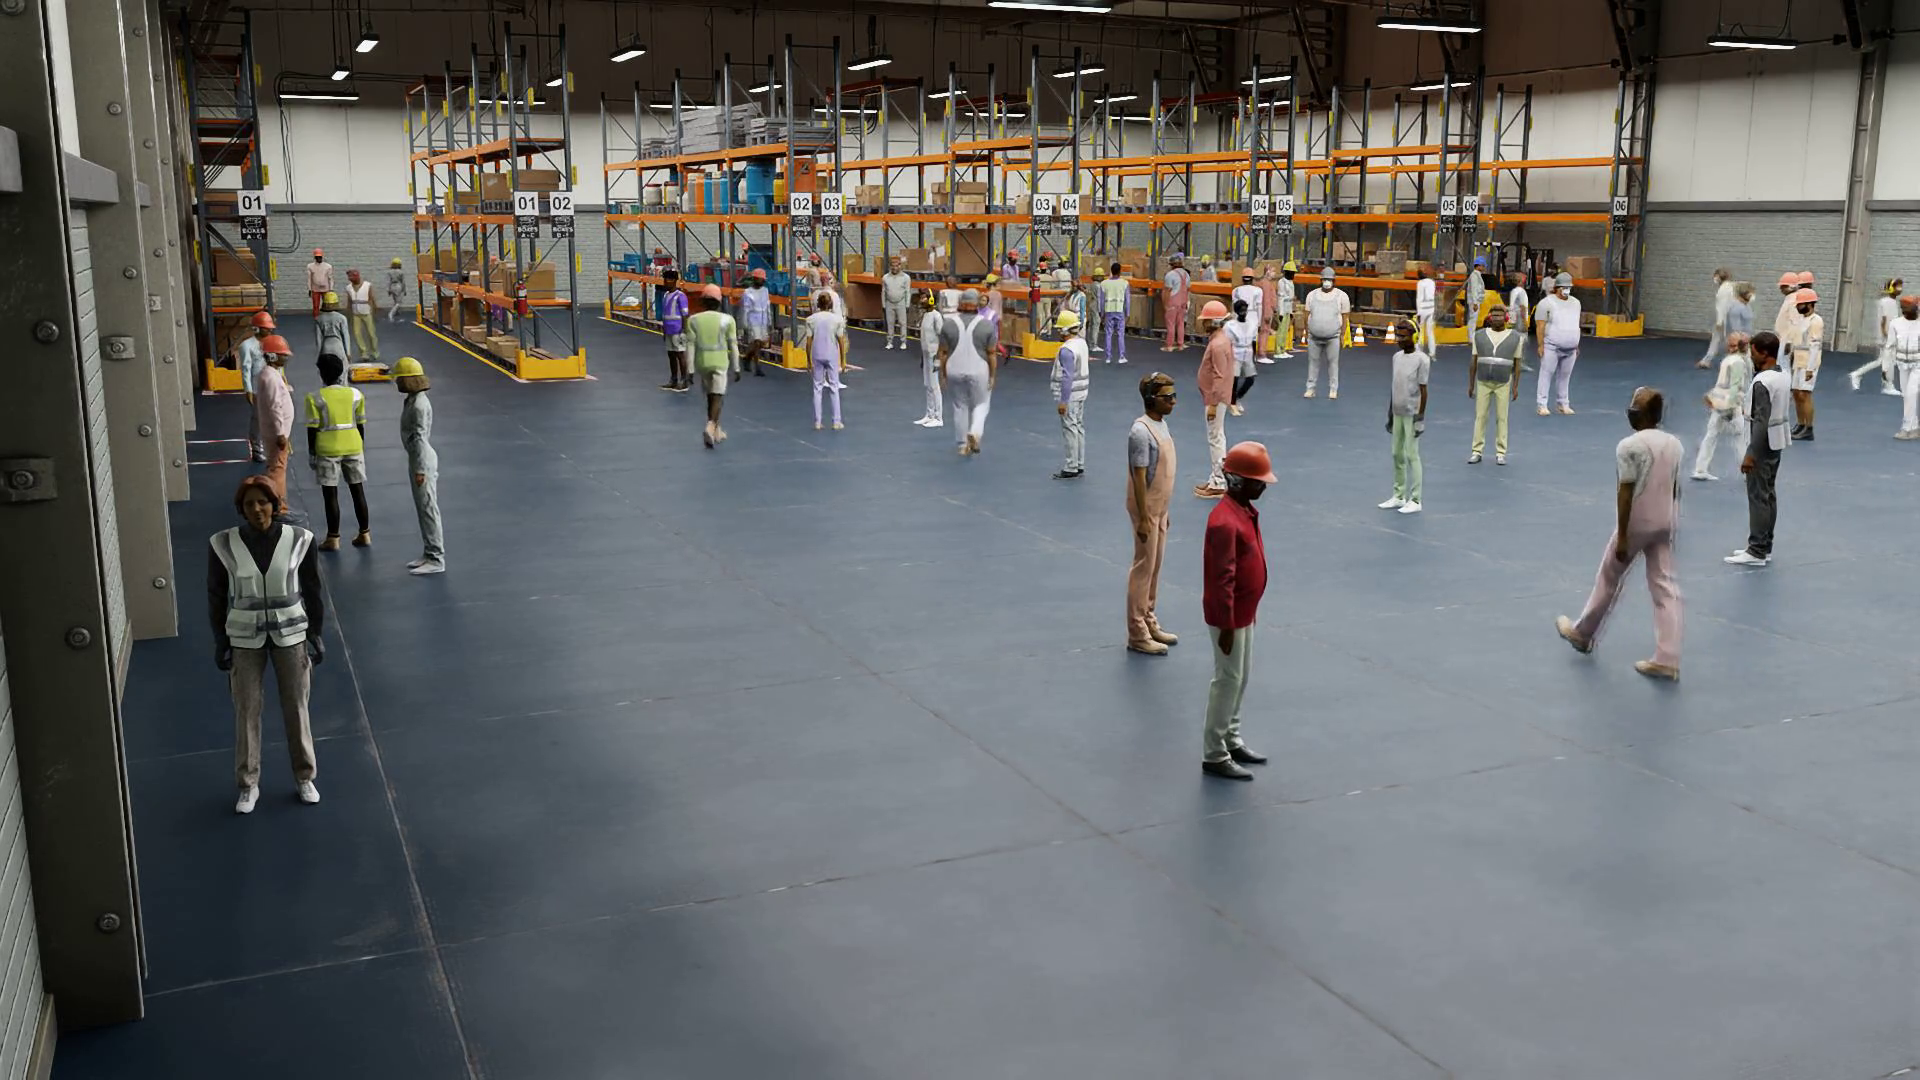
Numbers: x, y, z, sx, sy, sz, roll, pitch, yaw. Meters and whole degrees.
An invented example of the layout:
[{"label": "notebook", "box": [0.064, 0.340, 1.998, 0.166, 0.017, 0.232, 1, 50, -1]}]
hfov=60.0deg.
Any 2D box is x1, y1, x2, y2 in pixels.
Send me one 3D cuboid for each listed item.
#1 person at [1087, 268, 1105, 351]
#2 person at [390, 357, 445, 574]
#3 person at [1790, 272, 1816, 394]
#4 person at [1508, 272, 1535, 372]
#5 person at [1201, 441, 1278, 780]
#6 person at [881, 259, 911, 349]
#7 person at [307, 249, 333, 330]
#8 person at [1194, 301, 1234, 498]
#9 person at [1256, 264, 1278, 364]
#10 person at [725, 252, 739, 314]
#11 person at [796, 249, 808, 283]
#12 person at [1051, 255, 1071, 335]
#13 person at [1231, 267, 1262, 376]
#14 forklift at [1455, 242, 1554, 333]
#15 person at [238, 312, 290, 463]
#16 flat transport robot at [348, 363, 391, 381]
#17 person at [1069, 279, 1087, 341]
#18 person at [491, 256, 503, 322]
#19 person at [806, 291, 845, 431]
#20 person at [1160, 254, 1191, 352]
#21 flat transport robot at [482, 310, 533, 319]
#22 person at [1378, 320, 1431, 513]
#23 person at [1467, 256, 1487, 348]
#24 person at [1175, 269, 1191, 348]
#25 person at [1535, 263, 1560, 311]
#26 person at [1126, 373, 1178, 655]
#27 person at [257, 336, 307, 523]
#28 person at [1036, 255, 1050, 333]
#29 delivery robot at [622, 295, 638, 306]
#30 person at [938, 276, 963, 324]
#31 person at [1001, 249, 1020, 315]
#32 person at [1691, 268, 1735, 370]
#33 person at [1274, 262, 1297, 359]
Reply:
[{"label": "person", "box": [2.875, -4.828, 34.859, 0.342, 1.735, 0.483, -3, 12, -17]}, {"label": "person", "box": [-4.362, -0.597, 13.352, 0.323, 1.737, 0.486, -5, 12, -23]}, {"label": "person", "box": [13.466, -3.319, 26.649, 0.347, 1.943, 0.544, -2, 11, -10]}, {"label": "person", "box": [10.120, -3.929, 30.085, 0.625, 1.808, 0.607, 2, 11, 8]}, {"label": "person", "box": [1.426, 0.354, 8.499, 0.354, 1.738, 0.577, 4, 12, 20]}, {"label": "person", "box": [-1.367, -4.988, 35.263, 0.636, 1.900, 0.400, 2, 11, 12]}, {"label": "person", "box": [-15.798, -6.186, 41.085, 0.611, 1.995, 0.375, -5, 12, -25]}, {"label": "person", "box": [2.573, -1.422, 16.875, 0.389, 1.991, 0.622, 2, 11, 10]}, {"label": "person", "box": [5.913, -4.351, 31.987, 0.403, 1.906, 0.652, 1, 11, 6]}, {"label": "person", "box": [-5.665, -6.081, 40.723, 0.585, 1.927, 0.373, 4, 12, 19]}, {"label": "person", "box": [-5.045, -8.278, 52.369, 0.573, 1.739, 0.350, -2, 11, -12]}, {"label": "person", "box": [2.351, -5.655, 38.636, 0.610, 1.889, 0.792, -4, 12, -21]}, {"label": "person", "box": [5.064, -3.844, 29.396, 0.542, 1.920, 0.418, 3, 12, 17]}, {"label": "forklift", "box": [13.047, -6.049, 39.881, 2.313, 2.155, 1.214, -5, 12, -23]}, {"label": "person", "box": [-8.053, -1.767, 19.271, 0.353, 1.743, 0.565, 5, 12, 24]}, {"label": "flat transport robot", "box": [-10.362, -2.948, 29.023, 0.652, 0.197, 1.431, -5, 12, -25]}, {"label": "person", "box": [2.227, -4.099, 31.414, 0.310, 1.631, 0.507, -5, 12, -23]}, {"label": "person", "box": [-12.340, -6.663, 44.151, 0.562, 1.742, 0.344, 8, 14, 35]}, {"label": "person", "box": [-1.783, -2.369, 22.071, 0.516, 1.843, 0.327, 1, 11, 4]}, {"label": "person", "box": [4.470, -4.958, 34.727, 0.687, 2.000, 0.536, -10, 15, -41]}, {"label": "flat transport robot", "box": [-12.397, -6.175, 45.425, 1.431, 0.197, 0.652, -5, 12, -23]}, {"label": "person", "box": [4.301, -1.195, 16.073, 0.314, 1.860, 0.513, -5, 12, -24]}, {"label": "person", "box": [11.069, -5.103, 35.695, 0.380, 1.950, 0.605, 4, 12, 20]}, {"label": "person", "box": [4.755, -4.932, 35.504, 0.320, 1.686, 0.539, -2, 11, -8]}, {"label": "person", "box": [12.593, -4.975, 35.392, 0.970, 1.822, 0.517, -11, 15, -43]}, {"label": "person", "box": [1.267, -0.178, 10.933, 0.336, 1.845, 0.514, 4, 12, 21]}, {"label": "person", "box": [-6.360, -1.020, 15.557, 0.503, 1.739, 0.593, -6, 12, -26]}, {"label": "person", "box": [1.979, -5.910, 40.026, 0.524, 1.866, 0.315, 10, 15, 42]}, {"label": "delivery robot", "box": [-9.381, -6.736, 47.312, 0.477, 0.478, 0.707, 0, 11, 1]}, {"label": "person", "box": [-0.194, -4.404, 32.949, 0.539, 1.625, 0.362, -4, 12, -19]}, {"label": "person", "box": [1.214, -5.734, 38.684, 0.403, 2.036, 0.609, 7, 13, 33]}, {"label": "person", "box": [13.950, -3.981, 30.199, 1.034, 1.887, 0.673, 6, 13, 27]}, {"label": "person", "box": [6.481, -4.557, 33.024, 0.419, 1.917, 0.582, 6, 13, 30]}]
